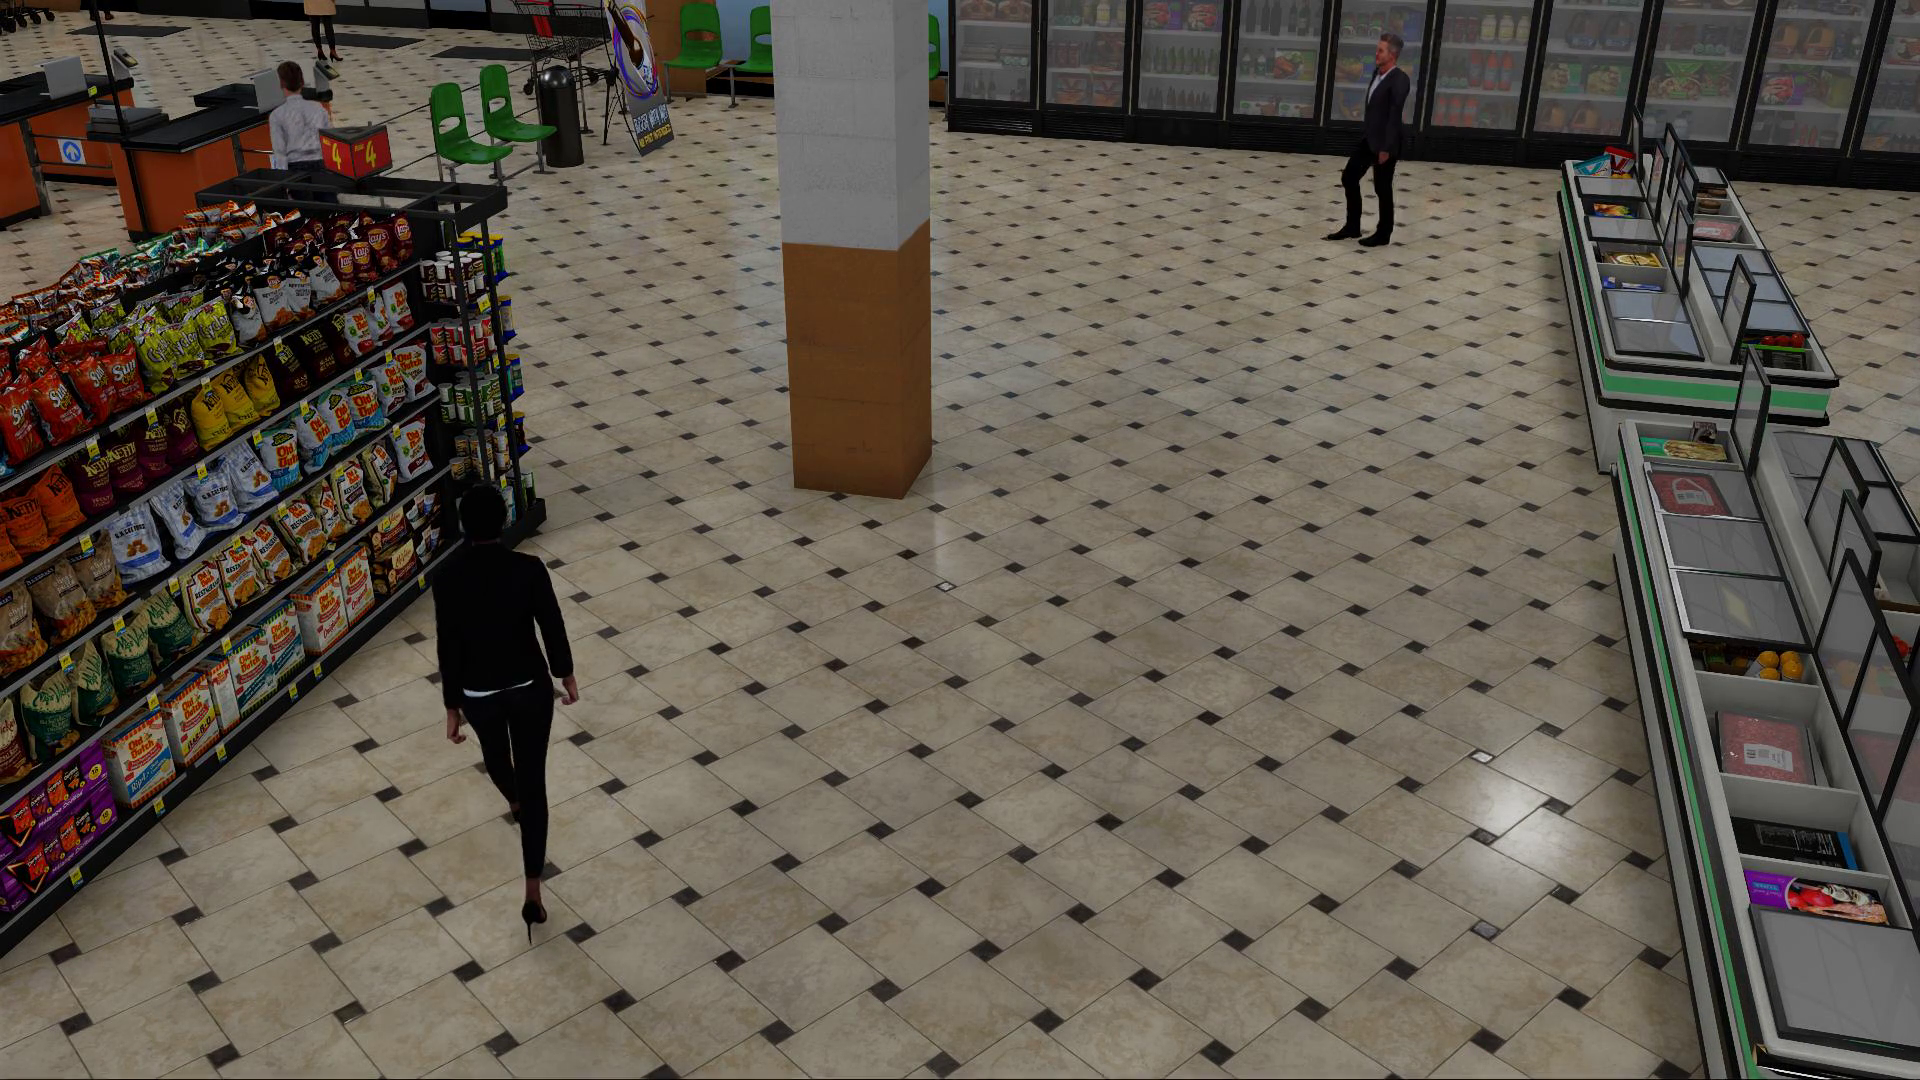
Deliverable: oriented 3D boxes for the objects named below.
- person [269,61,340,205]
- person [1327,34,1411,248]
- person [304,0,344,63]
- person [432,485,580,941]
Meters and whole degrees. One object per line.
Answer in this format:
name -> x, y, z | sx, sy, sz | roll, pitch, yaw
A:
person -> -5.167, -2.877, 13.288 | 1.149, 1.792, 1.155 | -17, 32, -31
person -> 3.698, -3.440, 14.364 | 0.983, 1.823, 0.893 | -7, 28, -13
person -> -8.439, -7.134, 21.846 | 0.627, 1.643, 0.523 | 8, 28, 15
person -> -1.702, 0.689, 6.251 | 0.884, 1.797, 1.172 | -3, 27, -6
